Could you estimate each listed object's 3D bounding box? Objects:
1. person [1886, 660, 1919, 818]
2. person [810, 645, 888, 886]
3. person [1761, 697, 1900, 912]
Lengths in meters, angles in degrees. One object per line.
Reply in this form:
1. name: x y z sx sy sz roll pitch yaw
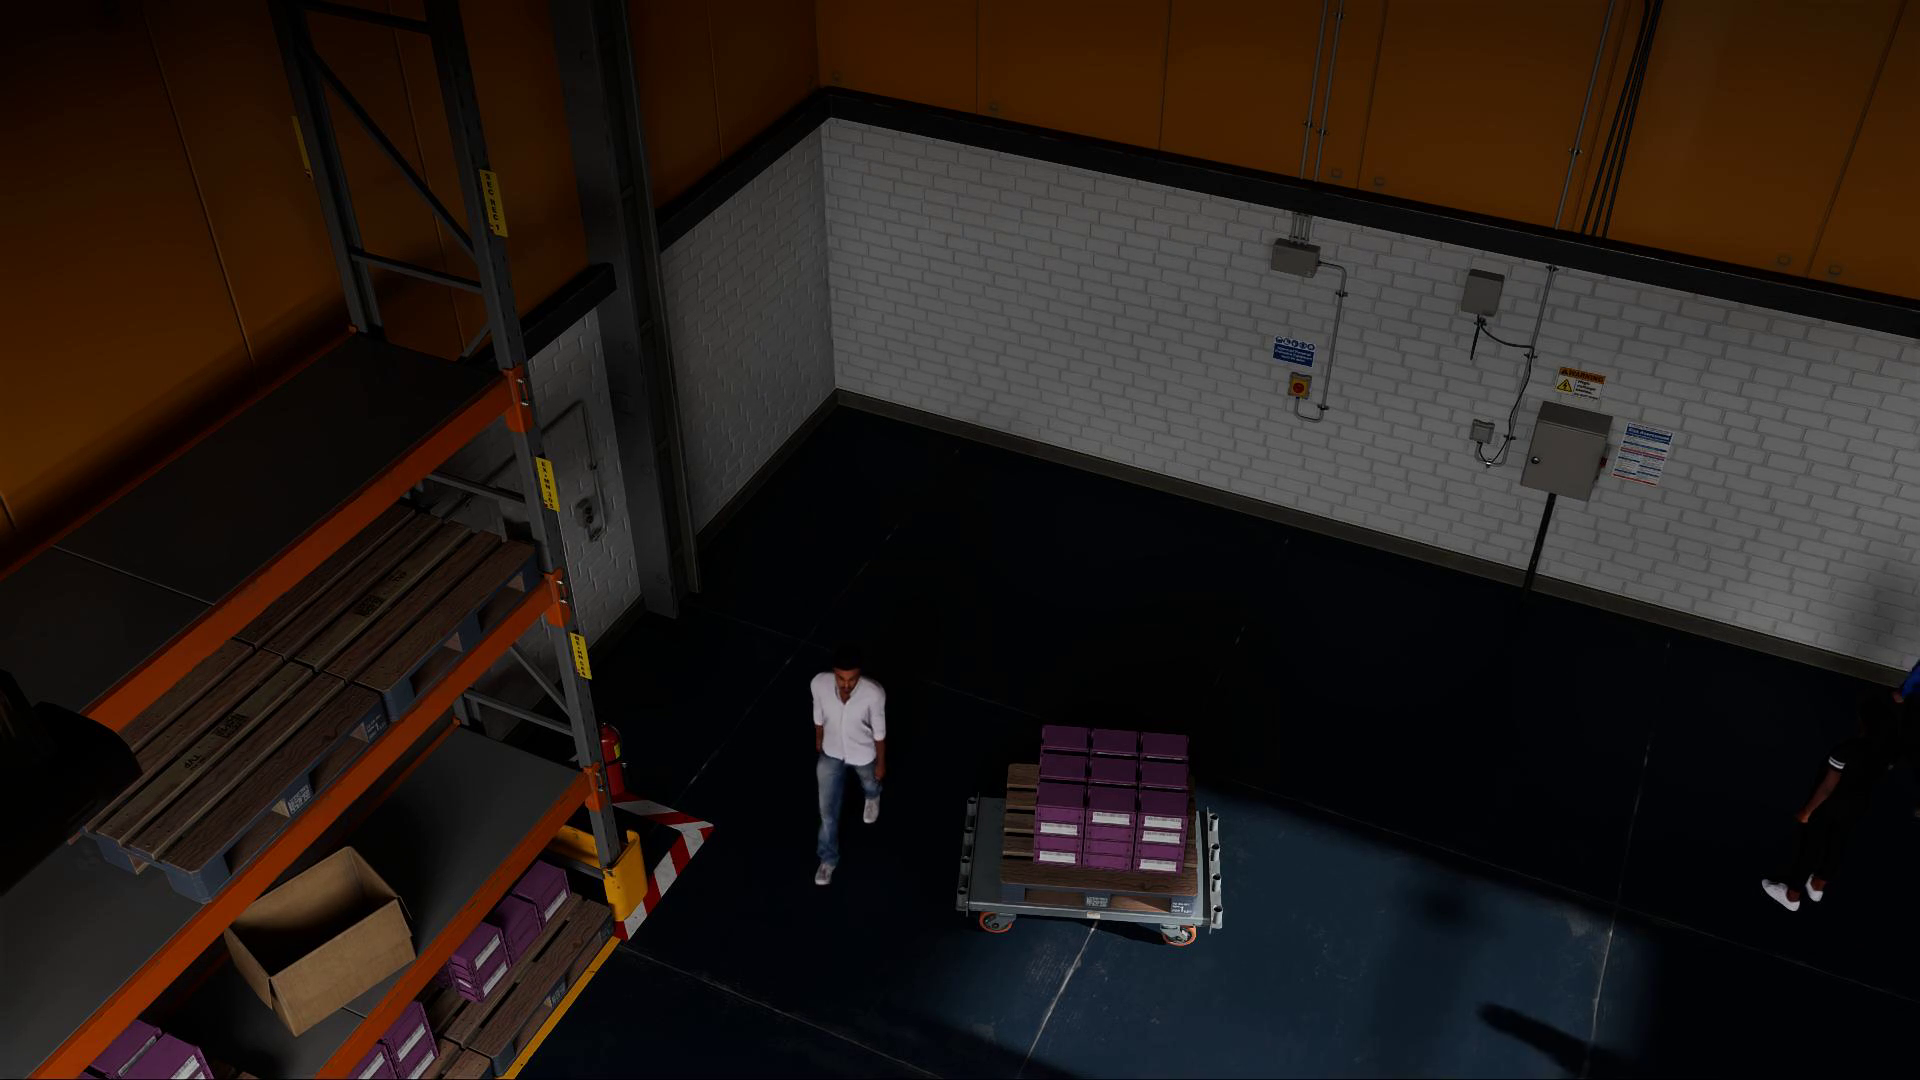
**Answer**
1. person: 6.499 1.069 10.966 1.038 1.733 1.175 -7 39 -8
2. person: -0.670 1.276 10.693 0.880 1.750 1.246 6 39 7
3. person: 5.418 1.626 10.266 0.708 1.736 0.762 -11 40 -14
